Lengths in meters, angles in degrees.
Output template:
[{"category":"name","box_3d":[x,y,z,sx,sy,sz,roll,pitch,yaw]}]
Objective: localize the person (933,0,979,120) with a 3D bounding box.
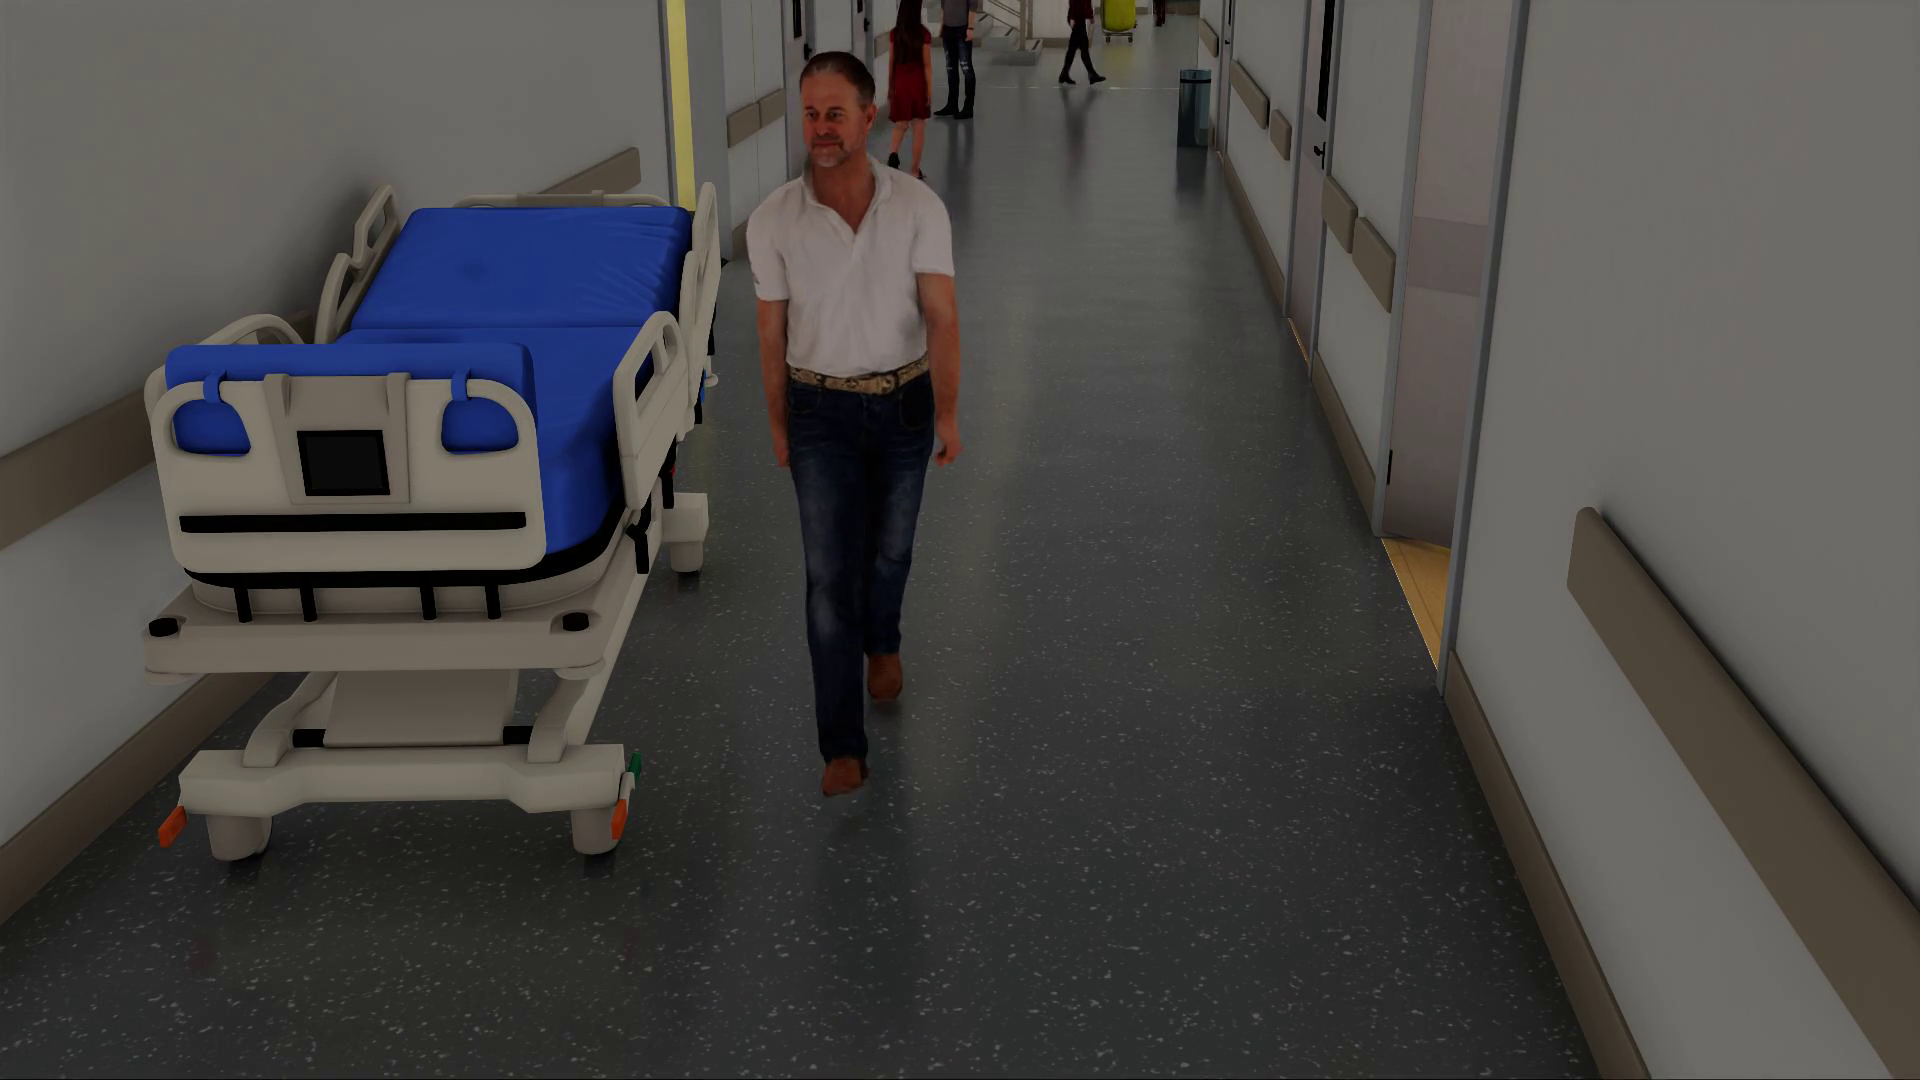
[{"category":"person","box_3d":[-0.011,-5.587,18.121,0.828,1.904,0.757,-18,27,-39]}]

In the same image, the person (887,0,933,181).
[{"category":"person","box_3d":[-0.437,-3.697,13.642,0.834,1.534,0.690,6,22,15]}]

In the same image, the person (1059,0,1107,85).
[{"category":"person","box_3d":[1.455,-6.716,21.484,0.969,1.634,0.768,9,23,22]}]

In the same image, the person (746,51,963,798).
[{"category":"person","box_3d":[-0.243,-0.323,4.381,1.218,1.792,0.838,-1,21,-2]}]
